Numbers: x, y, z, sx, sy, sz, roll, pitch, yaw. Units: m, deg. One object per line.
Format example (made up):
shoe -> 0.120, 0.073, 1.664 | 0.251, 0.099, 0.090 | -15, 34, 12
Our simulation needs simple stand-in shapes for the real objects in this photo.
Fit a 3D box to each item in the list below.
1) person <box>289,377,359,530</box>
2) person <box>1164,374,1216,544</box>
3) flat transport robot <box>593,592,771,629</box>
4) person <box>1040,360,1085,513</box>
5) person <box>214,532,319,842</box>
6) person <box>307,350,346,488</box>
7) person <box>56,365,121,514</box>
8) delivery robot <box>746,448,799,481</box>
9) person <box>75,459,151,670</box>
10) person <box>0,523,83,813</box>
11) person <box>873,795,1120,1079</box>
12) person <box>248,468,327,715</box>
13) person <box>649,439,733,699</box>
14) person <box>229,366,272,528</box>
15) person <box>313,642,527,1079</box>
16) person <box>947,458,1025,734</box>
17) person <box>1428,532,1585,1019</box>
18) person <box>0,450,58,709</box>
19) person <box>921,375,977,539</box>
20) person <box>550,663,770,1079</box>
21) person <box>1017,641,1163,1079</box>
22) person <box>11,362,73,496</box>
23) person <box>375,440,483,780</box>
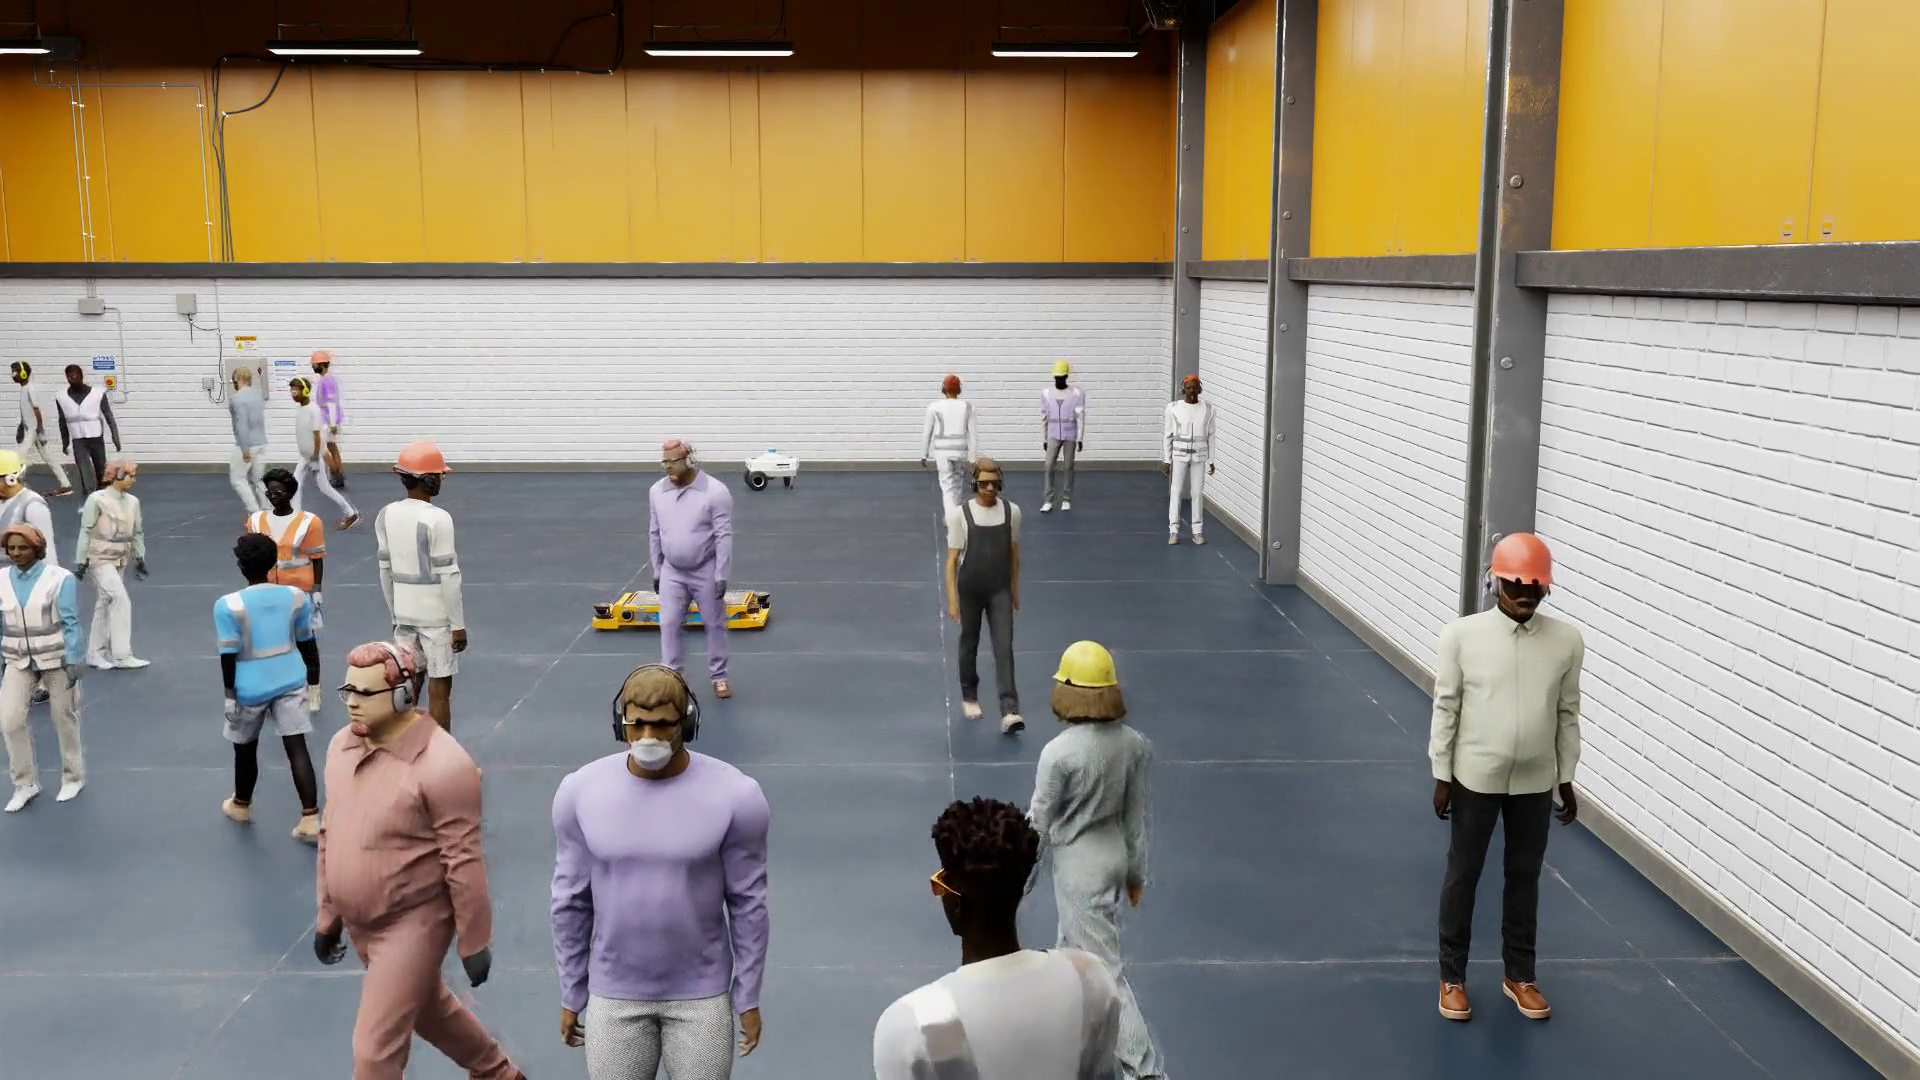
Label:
person -> -7.382, -0.961, 19.034 | 0.531, 1.818, 0.978 | 8, 12, 40
person -> 2.532, -0.886, 18.344 | 0.573, 1.883, 0.356 | 0, 9, -1
flat transport robot -> -2.364, 0.590, 14.218 | 1.431, 0.197, 0.652 | 0, 9, -1
person -> 1.255, -1.278, 20.701 | 0.595, 1.894, 0.816 | 3, 10, 16
person -> -3.695, 0.774, 8.876 | 0.888, 1.646, 0.545 | 9, 13, 42
person -> -8.720, -1.650, 22.907 | 0.431, 1.921, 0.547 | -3, 10, -18
person -> -10.885, -1.271, 20.812 | 0.711, 1.853, 1.023 | -3, 10, -16
delivery robot -> -2.587, -1.026, 22.969 | 0.707, 0.478, 0.477 | -2, 9, -14
person -> -6.379, 0.196, 12.584 | 0.612, 1.595, 0.581 | 1, 9, 3
person -> -5.185, 0.717, 9.330 | 0.526, 1.619, 0.590 | -1, 9, -4
person -> 0.118, 1.507, 3.543 | 0.616, 1.936, 0.921 | -6, 11, -32
person -> -4.579, 0.353, 11.314 | 0.532, 1.696, 0.319 | 0, 9, -1
person -> -1.877, 0.224, 11.620 | 0.656, 1.873, 0.652 | 3, 10, 16
person -> -8.287, -1.077, 19.471 | 0.499, 1.896, 0.645 | 1, 9, 6
person -> -1.811, 1.228, 5.460 | 0.638, 1.868, 0.998 | 7, 12, 37
person -> 0.174, 0.367, 10.926 | 0.528, 1.792, 0.962 | -2, 10, -13
person -> 2.206, 0.952, 6.731 | 0.608, 1.995, 0.378 | 0, 9, -1
person -> -6.514, 0.289, 11.372 | 0.610, 1.804, 0.689 | 7, 12, 38
person -> -0.116, -0.949, 18.900 | 0.585, 1.836, 0.979 | -3, 10, -16
person -> -0.855, 1.298, 4.777 | 0.628, 1.940, 0.373 | 0, 9, -1
person -> 0.463, 1.210, 6.058 | 0.899, 1.696, 0.497 | 9, 13, 44
person -> -12.333, -1.450, 22.018 | 0.999, 1.812, 0.558 | -6, 11, -33
person -> -3.113, 0.437, 9.735 | 0.605, 2.045, 0.377 | 6, 11, 31
